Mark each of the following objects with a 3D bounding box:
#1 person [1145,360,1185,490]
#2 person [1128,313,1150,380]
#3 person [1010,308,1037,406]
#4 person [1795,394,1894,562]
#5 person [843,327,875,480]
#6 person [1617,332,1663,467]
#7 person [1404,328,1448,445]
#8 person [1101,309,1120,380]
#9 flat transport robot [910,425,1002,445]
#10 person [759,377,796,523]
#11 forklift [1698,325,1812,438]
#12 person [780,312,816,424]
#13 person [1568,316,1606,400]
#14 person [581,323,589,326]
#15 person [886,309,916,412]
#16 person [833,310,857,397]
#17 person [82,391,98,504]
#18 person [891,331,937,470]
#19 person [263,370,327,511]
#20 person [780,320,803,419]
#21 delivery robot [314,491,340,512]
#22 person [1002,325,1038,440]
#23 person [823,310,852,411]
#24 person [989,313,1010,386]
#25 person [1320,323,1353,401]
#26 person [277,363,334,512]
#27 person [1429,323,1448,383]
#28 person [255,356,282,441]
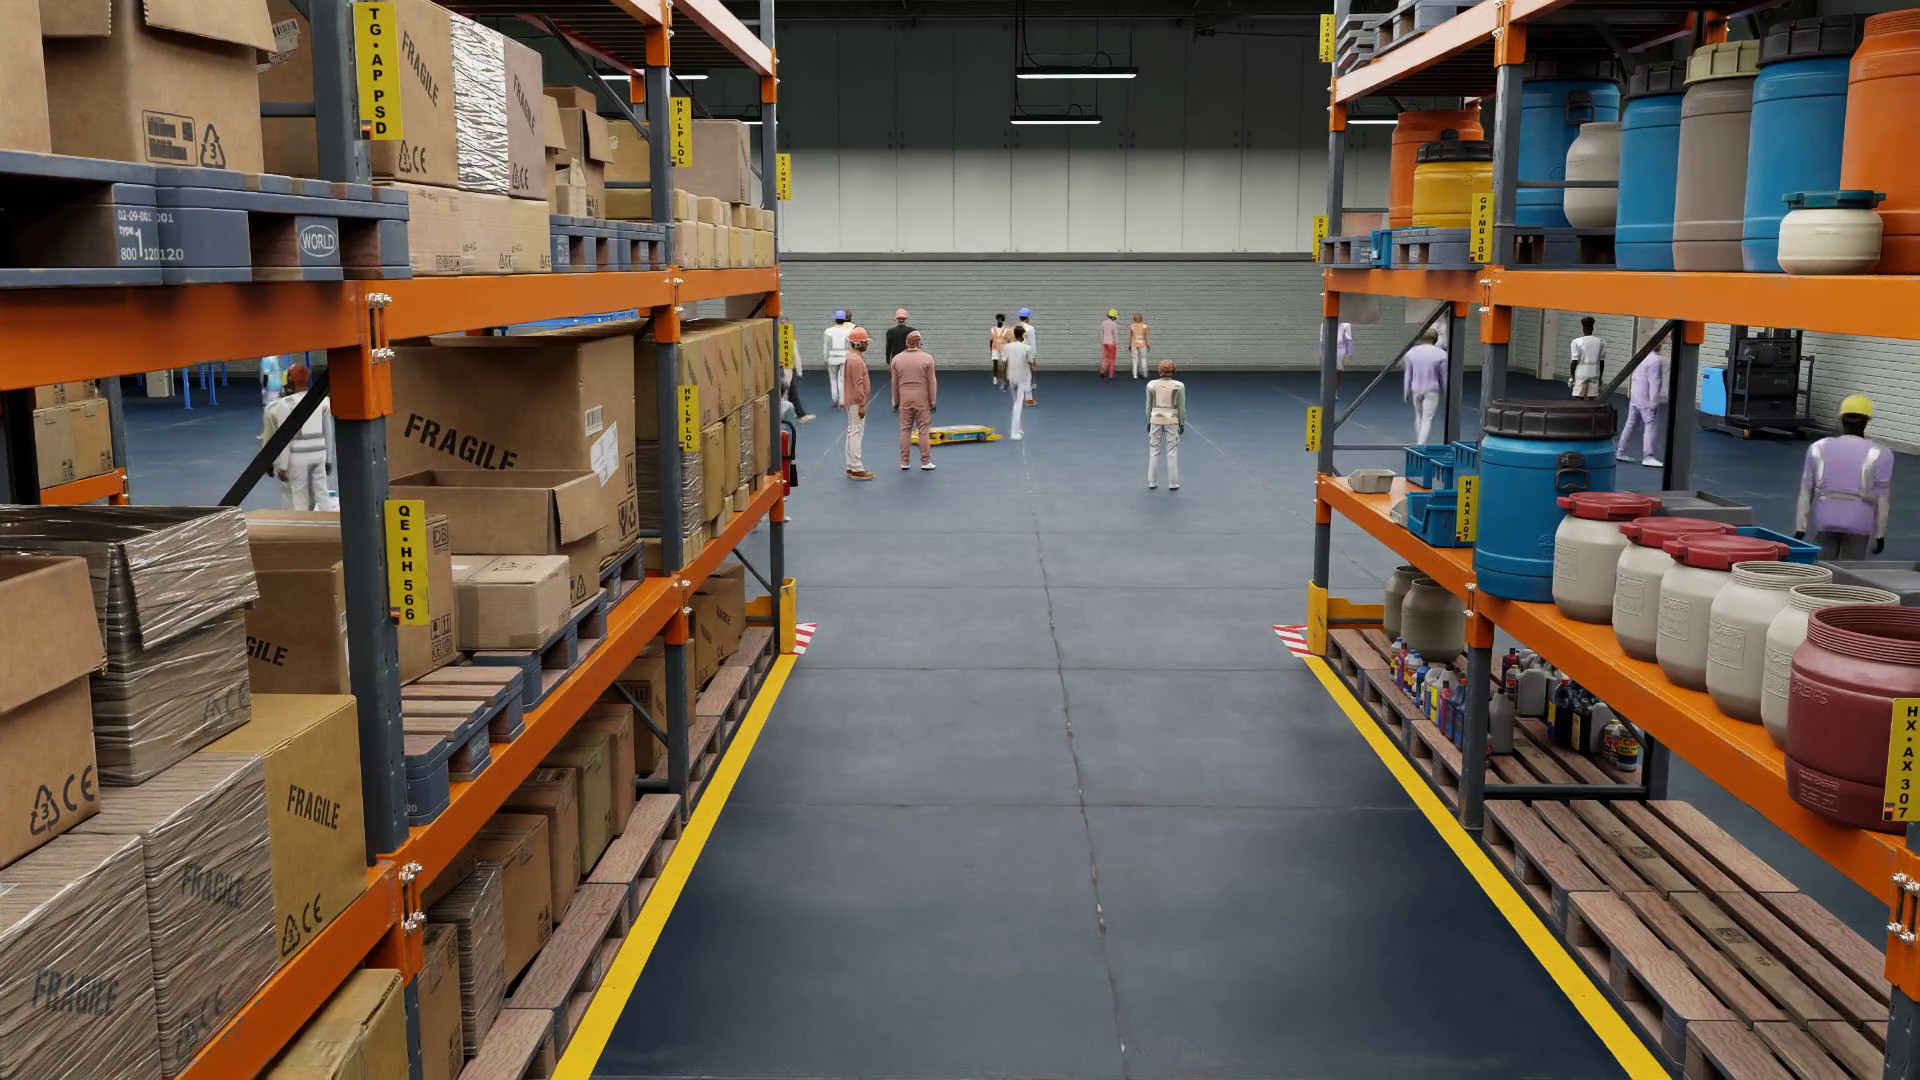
[{"bbox_3d":[2.585,-1.457,21.008,0.513,1.631,0.318,3,10,20],"label":"person"},{"bbox_3d":[4.390,-4.738,40.722,0.557,1.608,0.614,2,10,13],"label":"person"},{"bbox_3d":[1.277,-3.661,33.247,0.602,1.949,0.389,8,12,38],"label":"person"},{"bbox_3d":[6.475,-0.116,12.197,0.593,1.897,0.542,9,13,43],"label":"person"},{"bbox_3d":[-1.352,-1.812,22.032,0.378,1.996,0.611,-2,10,-14],"label":"person"},{"bbox_3d":[9.696,-1.996,23.514,0.435,1.896,0.670,-1,9,-3],"label":"person"},{"bbox_3d":[6.890,-2.154,24.371,0.650,1.895,0.954,7,12,38],"label":"person"},{"bbox_3d":[3.693,-4.794,40.678,0.374,1.729,0.554,-8,12,-40],"label":"person"},{"bbox_3d":[-0.098,-1.692,26.598,1.431,0.197,0.652,-7,12,-35],"label":"flat transport robot"},{"bbox_3d":[-2.054,-0.960,18.025,0.542,1.619,0.599,8,12,39],"label":"person"},{"bbox_3d":[13.248,-3.165,27.620,1.129,2.768,1.873,0,9,1],"label":"forklift"},{"bbox_3d":[-3.103,-3.024,29.289,0.998,2.000,0.689,3,10,15],"label":"person"},{"bbox_3d":[10.354,-2.710,27.504,0.609,1.963,0.368,-1,10,-7],"label":"person"},{"bbox_3d":[-6.467,-2.877,29.025,0.636,1.788,0.965,1,10,7],"label":"person"},{"bbox_3d":[-1.083,-3.391,31.616,0.642,1.957,0.915,0,9,0],"label":"person"},{"bbox_3d":[-2.401,-3.940,35.241,0.624,1.845,0.430,5,11,30],"label":"person"},{"bbox_3d":[-9.490,-1.036,17.670,0.876,1.904,0.563,5,11,26],"label":"person"},{"bbox_3d":[-0.618,-1.919,22.937,0.639,1.911,0.406,3,10,15],"label":"person"},{"bbox_3d":[-6.667,-0.825,16.699,0.599,1.808,0.812,-3,10,-16],"label":"person"},{"bbox_3d":[-3.061,-2.960,29.309,0.679,1.852,0.981,6,11,33],"label":"person"},{"bbox_3d":[-6.370,-0.256,16.868,0.477,0.478,0.707,-3,10,-20],"label":"delivery robot"},{"bbox_3d":[1.002,-2.562,26.985,0.504,1.840,0.796,6,11,31],"label":"person"},{"bbox_3d":[-2.318,-3.489,32.280,0.652,1.921,0.779,0,9,0],"label":"person"},{"bbox_3d":[0.972,-4.480,38.968,0.540,1.678,0.696,3,10,17],"label":"person"},{"bbox_3d":[7.693,-3.813,34.046,0.633,1.991,1.041,1,10,4],"label":"person"},{"bbox_3d":[-6.364,-0.782,16.201,0.337,1.883,0.585,7,12,35],"label":"person"},{"bbox_3d":[11.200,-4.617,39.049,0.426,1.920,0.578,-7,12,-37],"label":"person"},{"bbox_3d":[-10.975,-2.428,26.669,0.673,1.676,0.544,-2,10,-13],"label":"person"}]
